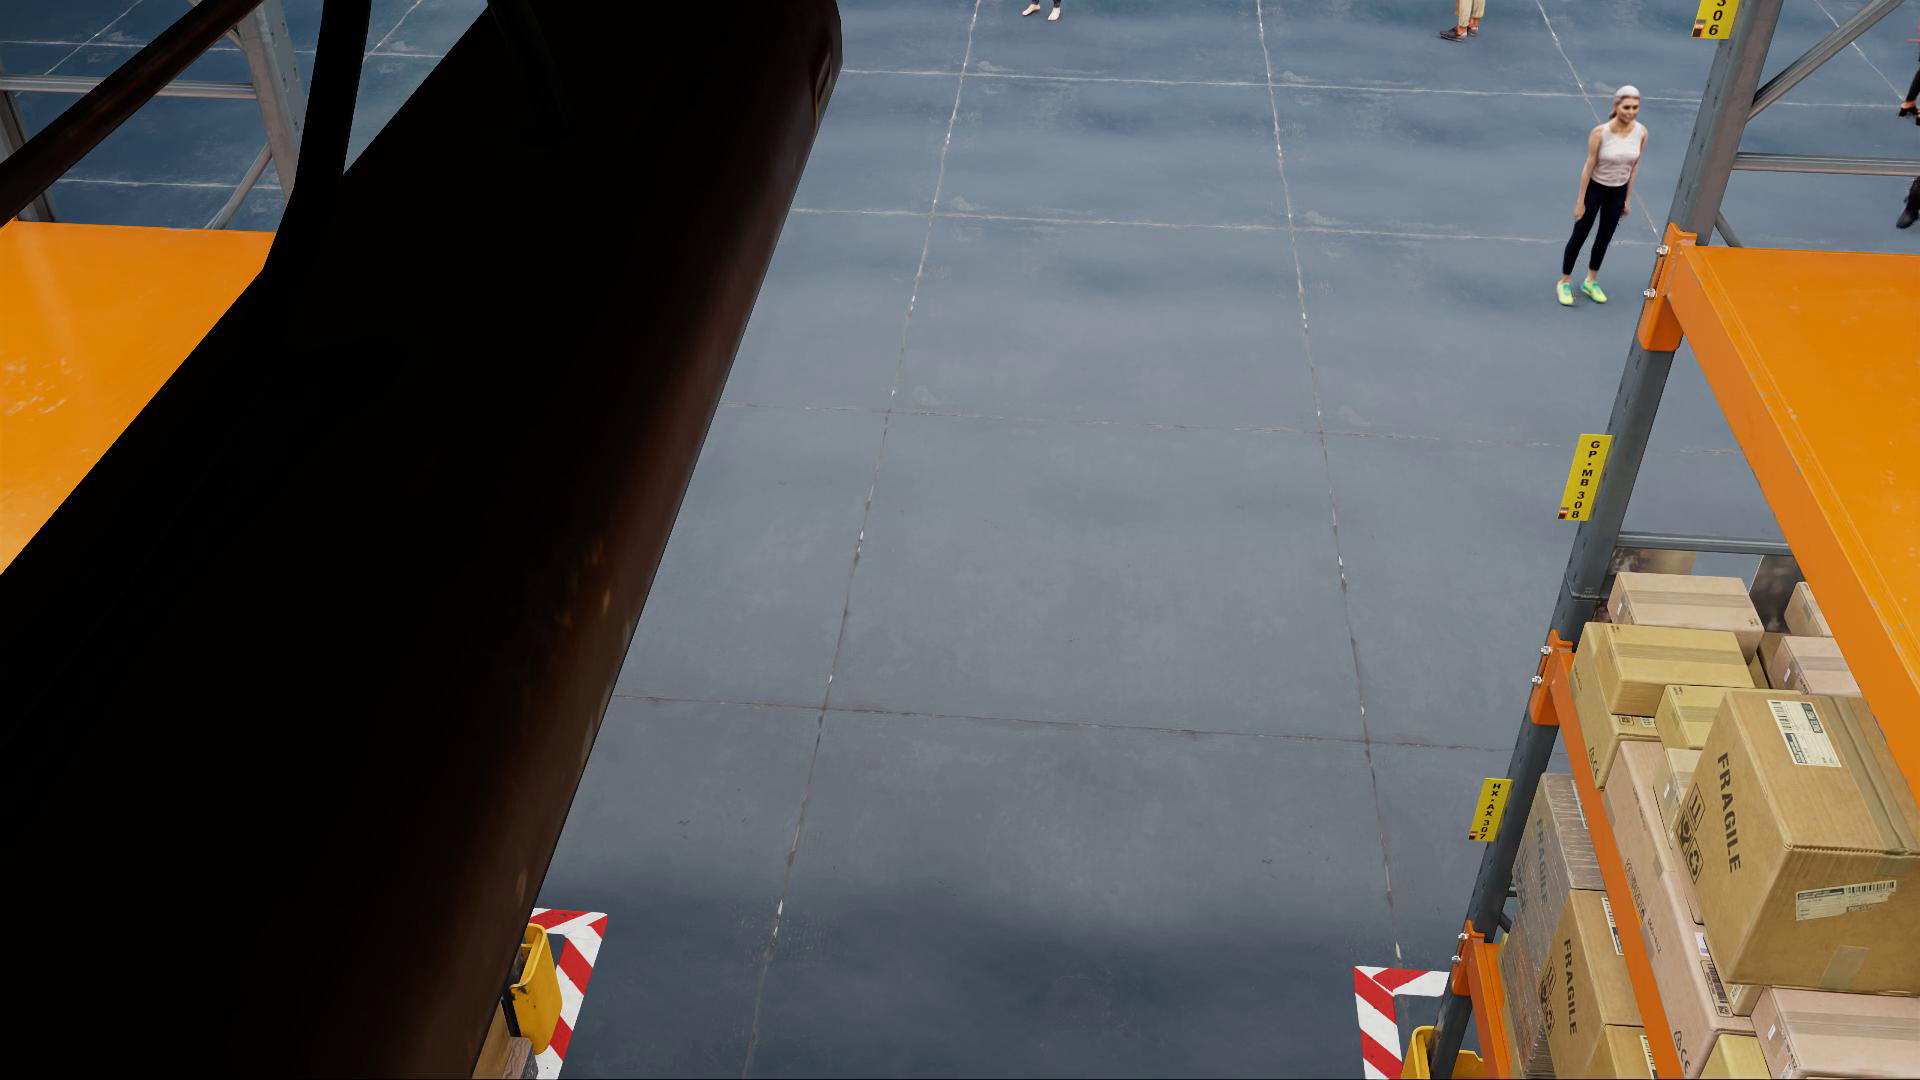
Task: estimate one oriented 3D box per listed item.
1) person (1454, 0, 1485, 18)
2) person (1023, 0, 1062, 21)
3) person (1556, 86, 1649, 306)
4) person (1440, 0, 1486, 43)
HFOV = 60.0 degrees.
[{"bbox_3d":[5.405,-6.148,17.177,0.630,1.453,0.637,-16,41,-19],"label":"person"},{"bbox_3d":[0.897,-6.264,17.073,0.666,1.764,0.637,17,41,21],"label":"person"},{"bbox_3d":[4.792,-2.580,12.413,0.653,1.703,0.610,-6,38,-8],"label":"person"},{"bbox_3d":[5.165,-5.921,16.564,0.690,1.850,0.757,-29,46,-32],"label":"person"}]
